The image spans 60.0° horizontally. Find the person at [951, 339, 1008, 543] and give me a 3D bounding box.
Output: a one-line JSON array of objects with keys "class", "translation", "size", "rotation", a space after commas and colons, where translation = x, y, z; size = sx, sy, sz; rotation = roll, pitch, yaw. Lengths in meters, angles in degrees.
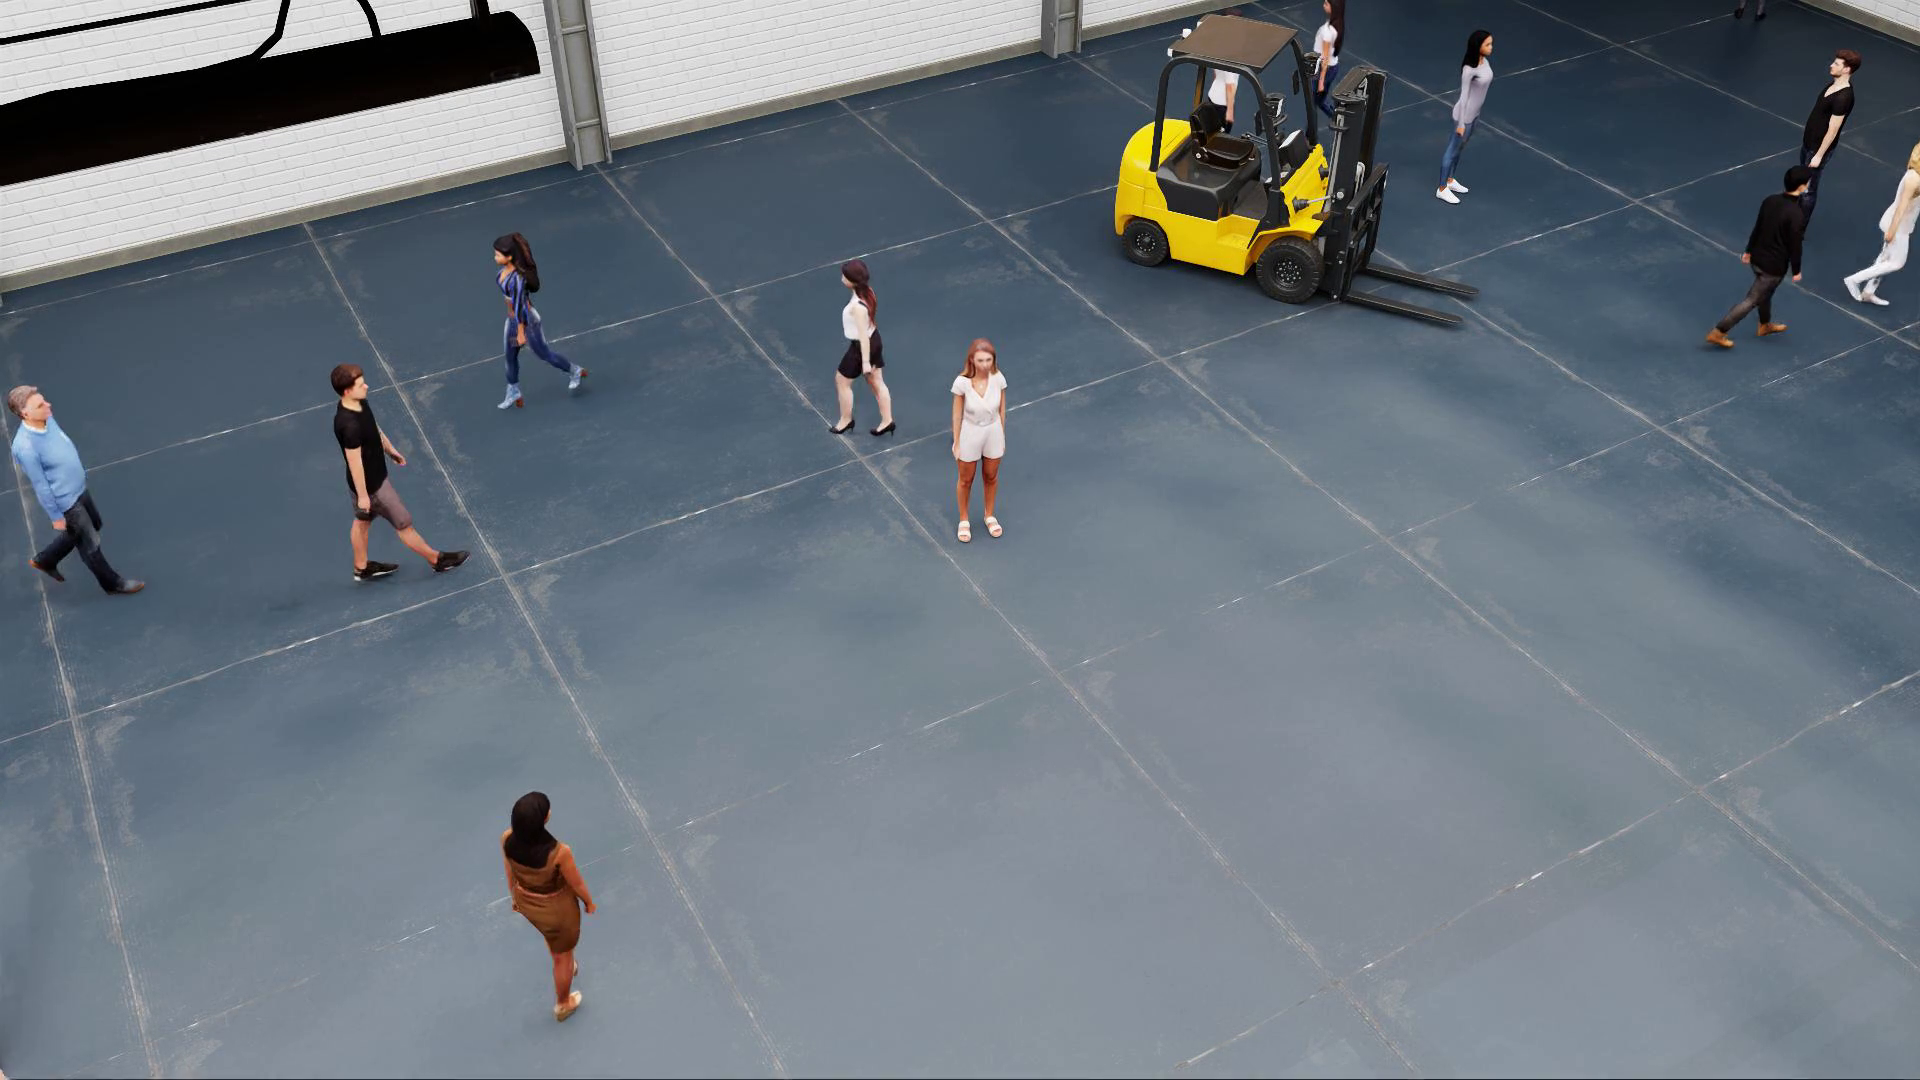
[{"class": "person", "translation": [0.145, -0.759, 12.359], "size": [0.579, 1.694, 0.689], "rotation": [-8, 39, -10]}]

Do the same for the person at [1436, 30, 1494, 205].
[{"class": "person", "translation": [5.079, -4.282, 16.738], "size": [0.739, 1.735, 0.604], "rotation": [24, 45, 27]}]

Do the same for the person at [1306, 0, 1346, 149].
[{"class": "person", "translation": [3.915, -4.880, 17.467], "size": [0.946, 1.760, 0.937], "rotation": [16, 41, 19]}]

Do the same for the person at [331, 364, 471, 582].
[{"class": "person", "translation": [-4.303, -0.439, 11.852], "size": [1.165, 1.829, 0.861], "rotation": [-10, 40, -13]}]

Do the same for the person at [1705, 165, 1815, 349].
[{"class": "person", "translation": [6.973, -2.412, 14.431], "size": [1.178, 1.693, 0.922], "rotation": [-5, 39, -6]}]

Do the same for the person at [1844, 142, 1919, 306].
[{"class": "person", "translation": [8.424, -2.898, 15.067], "size": [0.795, 1.659, 0.733], "rotation": [20, 43, 23]}]

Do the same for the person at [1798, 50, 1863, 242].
[{"class": "person", "translation": [8.269, -3.793, 15.997], "size": [0.804, 1.897, 0.755], "rotation": [8, 39, 9]}]

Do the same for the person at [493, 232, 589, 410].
[{"class": "person", "translation": [-3.525, -1.805, 13.753], "size": [1.010, 1.590, 0.612], "rotation": [-21, 43, -24]}]

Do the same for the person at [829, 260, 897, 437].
[{"class": "person", "translation": [-0.682, -1.494, 13.333], "size": [0.907, 1.629, 0.824], "rotation": [5, 39, 6]}]

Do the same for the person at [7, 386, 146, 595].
[{"class": "person", "translation": [-6.394, -0.322, 11.724], "size": [1.068, 1.805, 0.884], "rotation": [-5, 39, -6]}]

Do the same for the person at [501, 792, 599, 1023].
[{"class": "person", "translation": [-2.235, 2.026, 8.892], "size": [0.724, 1.668, 0.780], "rotation": [12, 40, 14]}]

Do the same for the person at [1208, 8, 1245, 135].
[{"class": "person", "translation": [2.669, -4.489, 16.905], "size": [0.716, 1.850, 0.744], "rotation": [-3, 39, -4]}]
